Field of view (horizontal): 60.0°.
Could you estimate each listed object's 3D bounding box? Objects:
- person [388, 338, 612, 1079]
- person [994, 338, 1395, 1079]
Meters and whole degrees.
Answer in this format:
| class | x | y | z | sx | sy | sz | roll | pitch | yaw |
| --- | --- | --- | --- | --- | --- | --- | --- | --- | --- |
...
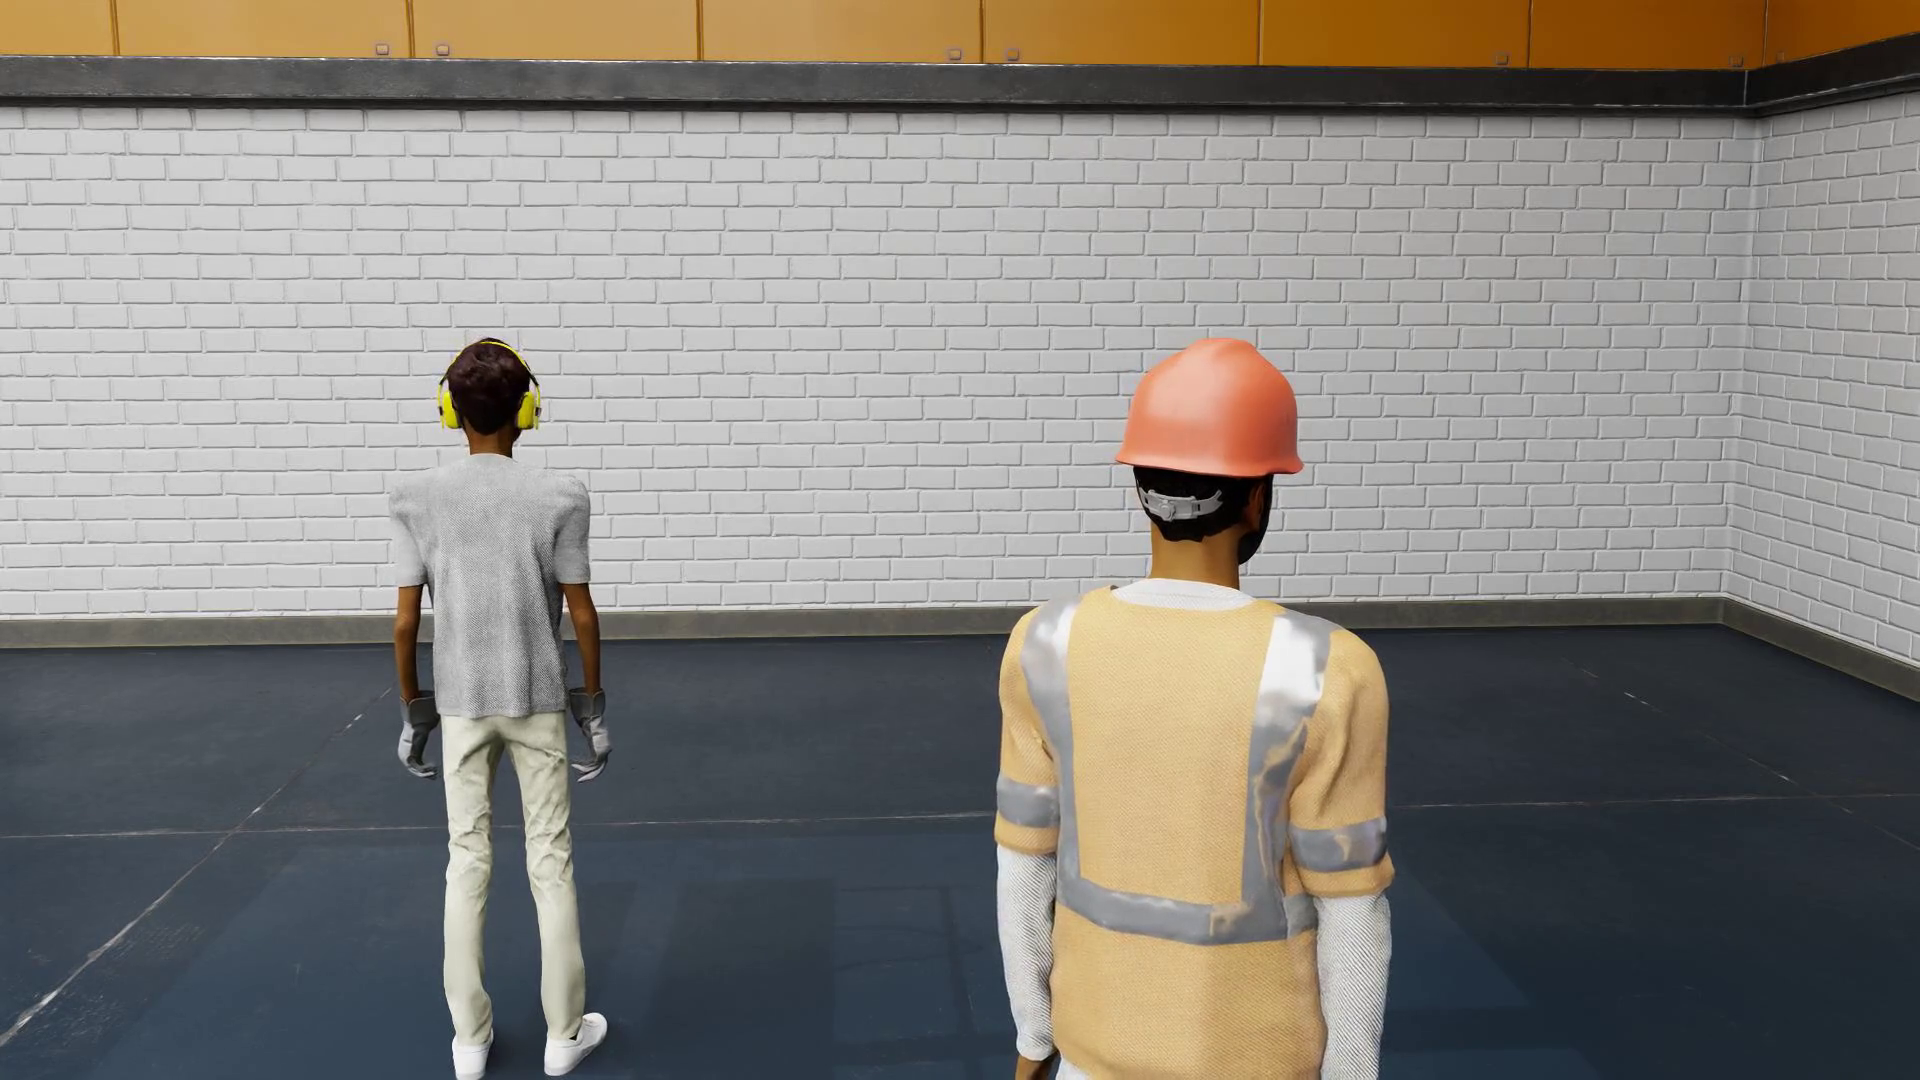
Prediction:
| class | x | y | z | sx | sy | sz | roll | pitch | yaw |
| --- | --- | --- | --- | --- | --- | --- | --- | --- | --- |
| person | -1.147 | 0.432 | 4.188 | 0.531 | 1.867 | 0.317 | -1 | 9 | -5 |
| person | 0.328 | 0.689 | 2.352 | 0.551 | 1.936 | 0.356 | 4 | 10 | 25 |
